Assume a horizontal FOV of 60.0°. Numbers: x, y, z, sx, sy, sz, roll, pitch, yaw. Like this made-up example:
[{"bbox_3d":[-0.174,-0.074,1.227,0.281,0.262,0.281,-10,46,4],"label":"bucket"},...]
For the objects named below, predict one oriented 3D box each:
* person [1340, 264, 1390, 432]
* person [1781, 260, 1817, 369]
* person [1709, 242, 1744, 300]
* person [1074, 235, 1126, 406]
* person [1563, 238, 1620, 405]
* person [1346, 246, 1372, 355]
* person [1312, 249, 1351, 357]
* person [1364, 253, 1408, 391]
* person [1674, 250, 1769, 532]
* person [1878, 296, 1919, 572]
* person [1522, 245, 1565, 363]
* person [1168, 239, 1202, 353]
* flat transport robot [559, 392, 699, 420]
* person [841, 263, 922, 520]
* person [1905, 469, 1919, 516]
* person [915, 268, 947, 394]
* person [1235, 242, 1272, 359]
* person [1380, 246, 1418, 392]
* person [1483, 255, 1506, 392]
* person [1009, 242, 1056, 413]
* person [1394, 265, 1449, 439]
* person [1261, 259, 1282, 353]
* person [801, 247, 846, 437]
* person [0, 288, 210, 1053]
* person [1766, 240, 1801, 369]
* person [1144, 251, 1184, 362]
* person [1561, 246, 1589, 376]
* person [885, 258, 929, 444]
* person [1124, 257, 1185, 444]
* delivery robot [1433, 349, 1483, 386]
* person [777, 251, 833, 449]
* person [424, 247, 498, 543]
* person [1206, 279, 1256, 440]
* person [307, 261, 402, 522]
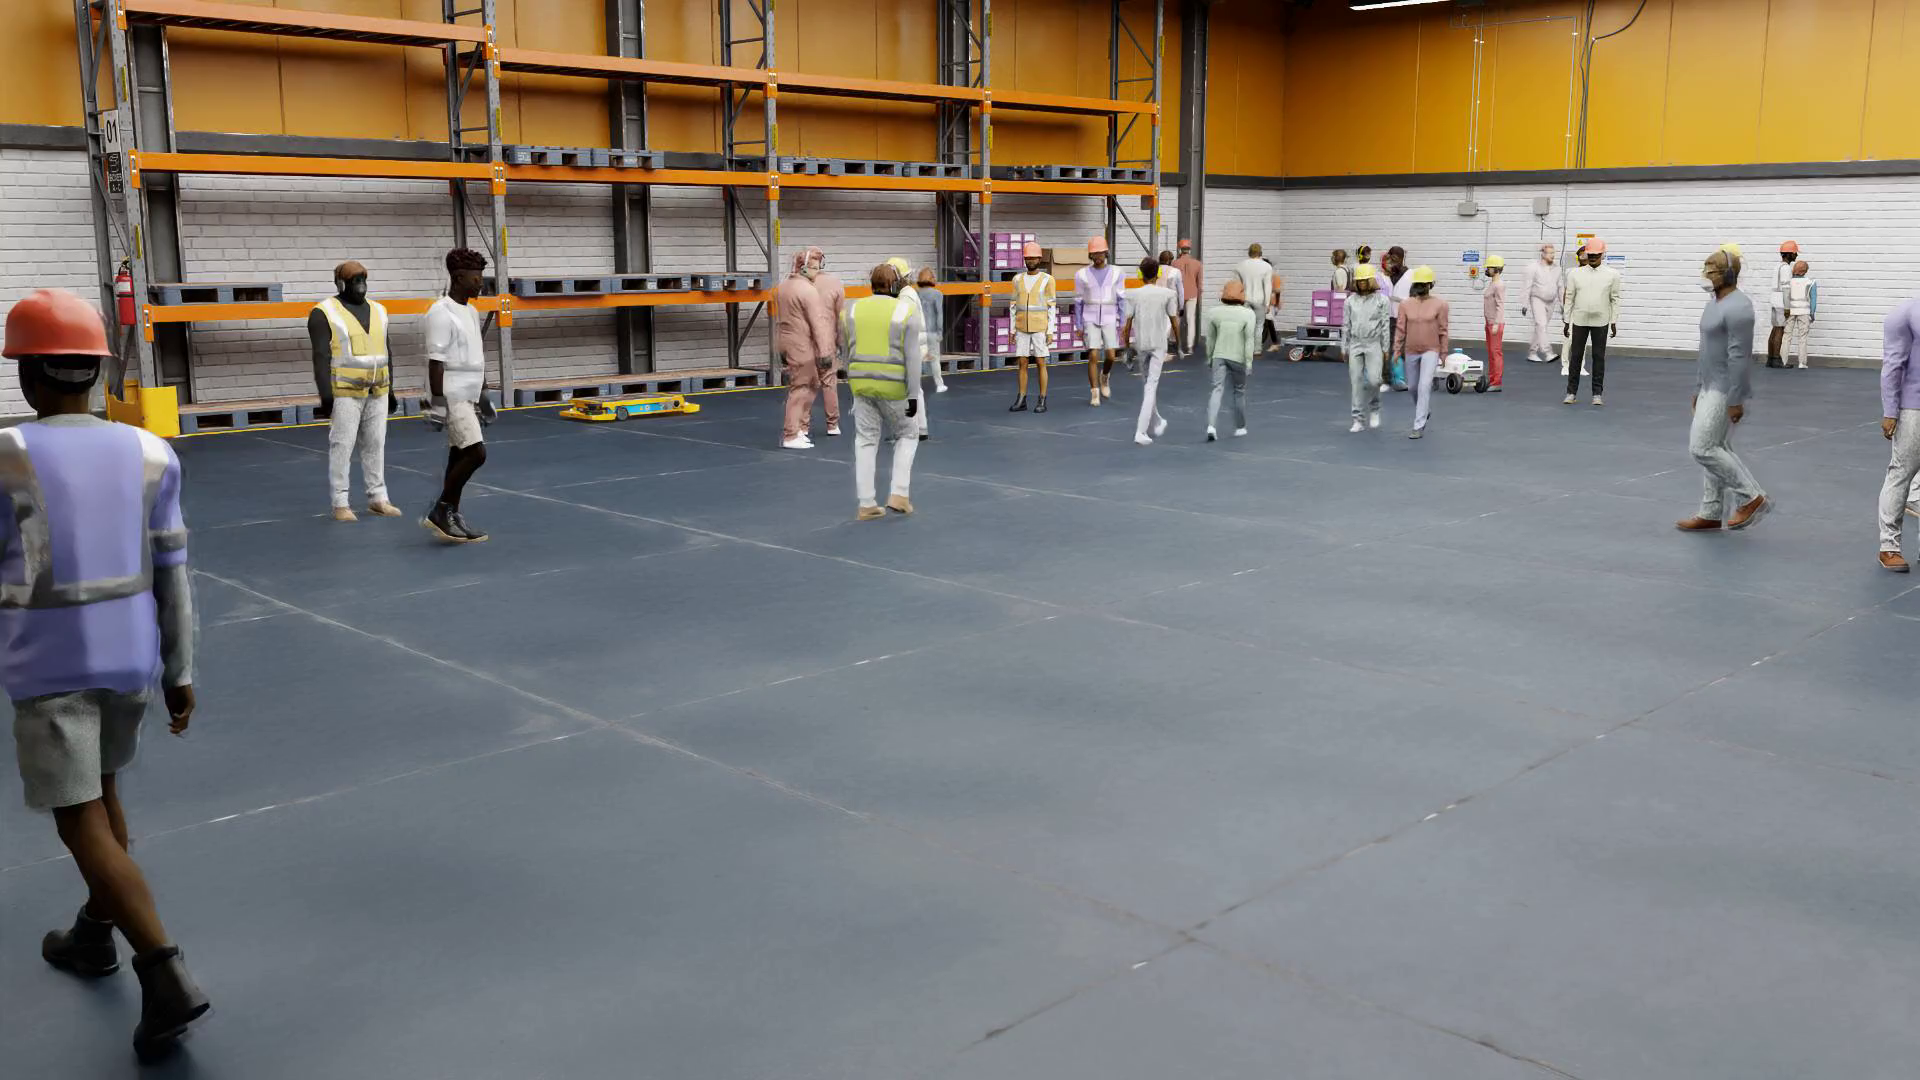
[{"bbox_3d":[4.163,-1.972,17.138,0.508,1.729,0.355,6,12,29],"label":"person"},{"bbox_3d":[12.701,-3.410,25.235,0.511,1.640,0.308,7,12,33],"label":"person"},{"bbox_3d":[9.747,-2.822,21.244,0.365,1.928,0.586,6,12,29],"label":"person"},{"bbox_3d":[1.665,-2.606,19.802,0.626,2.020,0.514,0,10,2],"label":"person"},{"bbox_3d":[7.551,-2.613,19.921,0.622,1.990,0.397,5,11,24],"label":"person"},{"bbox_3d":[6.702,-4.007,27.943,0.457,1.837,0.671,5,12,27],"label":"person"},{"bbox_3d":[6.341,-3.919,27.560,0.964,1.804,0.506,7,12,32],"label":"person"},{"bbox_3d":[5.552,-2.821,21.579,0.571,1.793,0.899,-4,11,-22],"label":"person"},{"bbox_3d":[5.144,-0.982,11.216,0.479,1.926,0.640,2,11,12],"label":"person"},{"bbox_3d":[5.857,-0.770,10.022,0.631,1.940,0.372,0,10,-3],"label":"person"},{"bbox_3d":[9.311,-3.721,26.301,0.679,1.860,0.952,-4,11,-21],"label":"person"},{"bbox_3d":[3.899,-4.231,28.884,0.644,1.938,1.016,-1,10,-4],"label":"person"},{"bbox_3d":[-3.684,-1.501,18.556,0.652,0.197,1.431,10,15,43],"label":"flat transport robot"},{"bbox_3d":[-0.545,-1.051,11.879,0.643,1.824,0.513,4,11,21],"label":"person"},{"bbox_3d":[7.113,-1.102,11.981,0.585,1.882,0.343,-3,11,-18],"label":"person"},{"bbox_3d":[-0.422,-2.673,21.304,0.522,1.599,0.704,4,11,23],"label":"person"},{"bbox_3d":[4.738,-3.875,27.045,0.638,1.913,0.863,5,12,27],"label":"person"},{"bbox_3d":[5.737,-2.864,21.576,0.649,1.891,0.612,-9,14,-39],"label":"person"},{"bbox_3d":[6.903,-2.801,21.566,0.320,1.769,0.523,1,10,6],"label":"person"},{"bbox_3d":[0.818,-2.428,19.051,0.552,1.942,0.342,5,11,23],"label":"person"},{"bbox_3d":[4.686,-1.912,16.824,0.523,1.731,0.828,7,12,34],"label":"person"},{"bbox_3d":[5.225,-3.980,28.403,0.975,1.607,0.544,-8,13,-38],"label":"person"},{"bbox_3d":[-1.467,-1.992,16.772,0.652,1.906,0.402,-1,10,-7],"label":"person"},{"bbox_3d":[-2.198,0.316,4.229,0.950,1.903,0.555,7,12,33],"label":"person"},{"bbox_3d":[12.571,-3.587,25.380,0.360,1.939,0.543,2,11,10],"label":"person"},{"bbox_3d":[3.194,-3.660,26.231,0.618,1.792,0.972,7,12,33],"label":"person"},{"bbox_3d":[8.964,-3.305,24.030,0.521,1.873,0.334,1,10,3],"label":"person"},{"bbox_3d":[-0.556,-1.809,16.053,0.566,1.806,0.665,0,10,1],"label":"person"},{"bbox_3d":[1.898,-1.869,16.384,0.528,1.804,1.029,5,12,26],"label":"person"},{"bbox_3d":[6.432,-2.230,21.501,0.477,0.478,0.707,-4,11,-19],"label":"delivery robot"},{"bbox_3d":[-1.491,-1.792,15.782,0.518,1.877,0.654,-5,12,-26],"label":"person"},{"bbox_3d":[-3.262,-0.933,10.883,0.426,1.940,0.596,0,10,0],"label":"person"},{"bbox_3d":[2.669,-1.790,16.542,0.509,1.592,0.869,5,11,24],"label":"person"},{"bbox_3d":[-4.301,-1.049,11.867,0.474,1.847,0.637,7,13,34],"label":"person"}]
